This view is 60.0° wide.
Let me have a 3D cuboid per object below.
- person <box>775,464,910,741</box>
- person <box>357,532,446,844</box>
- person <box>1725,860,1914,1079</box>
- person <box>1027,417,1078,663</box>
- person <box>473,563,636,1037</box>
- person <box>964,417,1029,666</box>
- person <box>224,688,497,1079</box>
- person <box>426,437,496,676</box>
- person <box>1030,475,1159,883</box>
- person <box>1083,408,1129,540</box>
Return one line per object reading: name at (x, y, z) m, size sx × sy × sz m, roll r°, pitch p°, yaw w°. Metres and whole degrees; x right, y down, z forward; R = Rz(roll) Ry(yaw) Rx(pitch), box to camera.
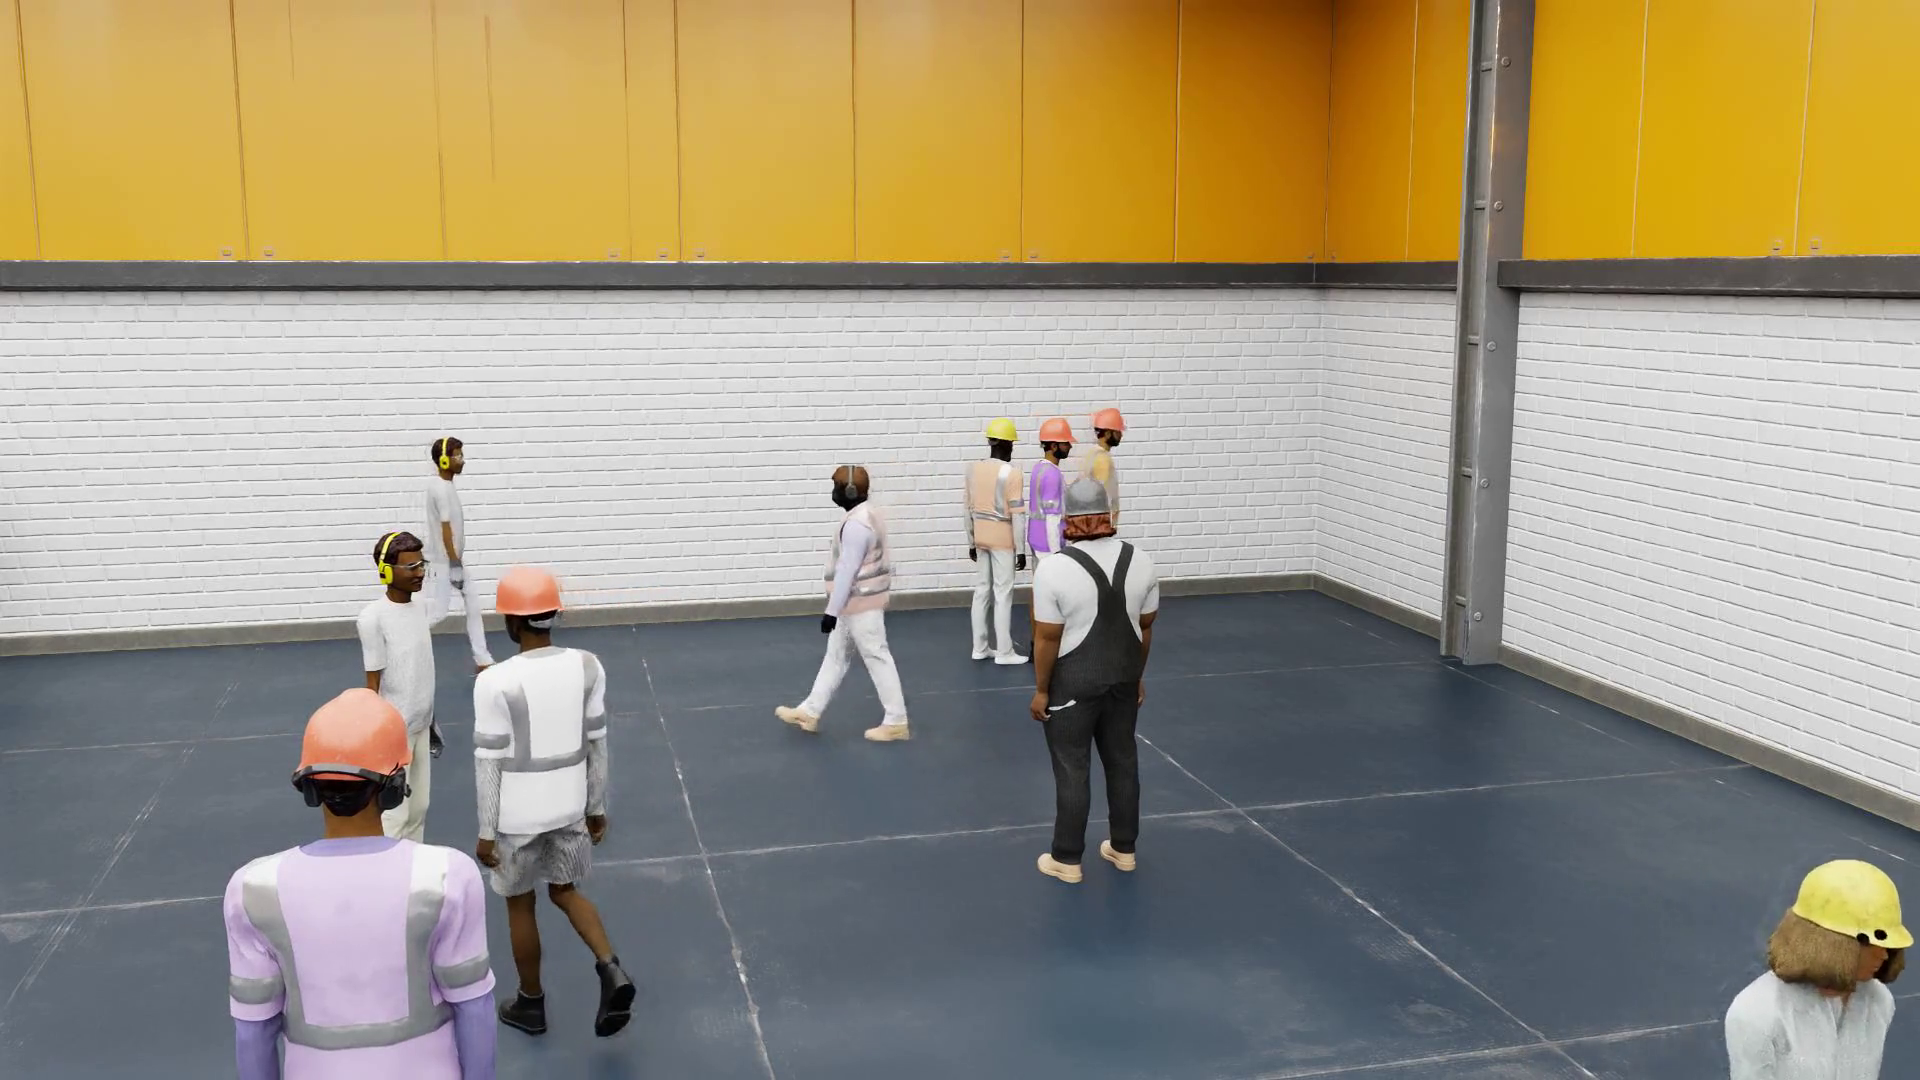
person at (-0.760, 0.414, 10.768) m, size 0.940 × 1.793 × 0.646 m, roll 0°, pitch 9°, yaw 1°
person at (-2.540, 0.881, 7.656) m, size 0.313 × 1.869 × 0.538 m, roll 2°, pitch 9°, yaw 10°
person at (1.986, 1.567, 3.916) m, size 0.488 × 1.696 × 0.943 m, roll -2°, pitch 9°, yaw -14°
person at (0.708, 0.026, 12.779) m, size 0.378 × 1.938 × 0.547 m, roll -1°, pitch 9°, yaw -7°
person at (-1.601, 1.048, 6.479) m, size 0.653 × 1.922 × 0.544 m, roll 9°, pitch 13°, yaw 43°
person at (0.299, 0.011, 12.915) m, size 0.386 × 1.922 × 0.594 m, roll -9°, pitch 13°, yaw -44°
person at (-1.434, 1.368, 4.073) m, size 0.605 × 2.045 × 0.377 m, roll -1°, pitch 9°, yaw -9°
person at (-3.852, 0.147, 12.362) m, size 0.916 × 1.842 × 0.528 m, roll -1°, pitch 9°, yaw -9°
person at (0.622, 0.683, 8.359) m, size 0.683 × 2.000 × 0.536 m, roll -5°, pitch 10°, yaw -27°
person at (1.119, -0.134, 13.805) m, size 0.577 × 1.927 × 0.582 m, roll 0°, pitch 9°, yaw -2°
